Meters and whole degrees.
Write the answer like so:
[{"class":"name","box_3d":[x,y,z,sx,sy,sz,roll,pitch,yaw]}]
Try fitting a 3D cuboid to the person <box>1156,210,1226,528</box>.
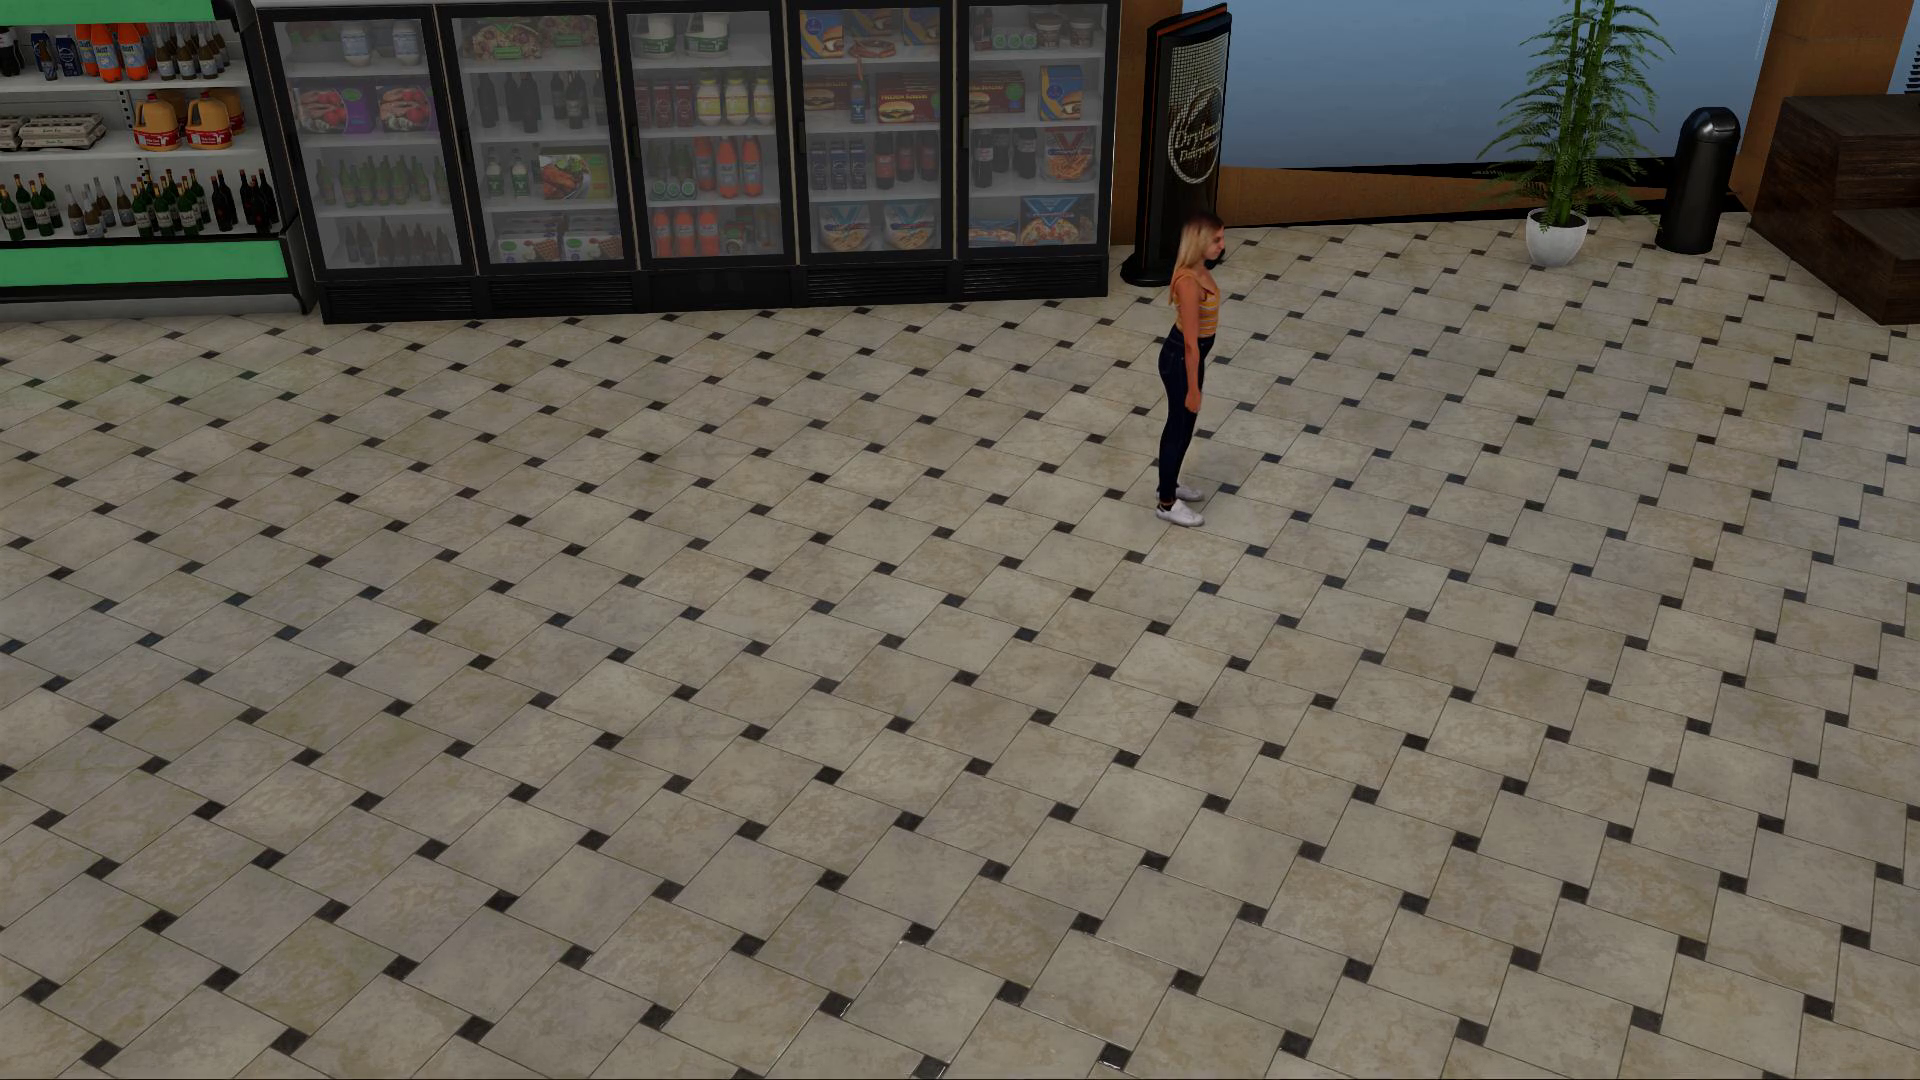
[{"class":"person","box_3d":[1.129,-0.865,8.332,0.595,1.627,0.621,5,32,8]}]
